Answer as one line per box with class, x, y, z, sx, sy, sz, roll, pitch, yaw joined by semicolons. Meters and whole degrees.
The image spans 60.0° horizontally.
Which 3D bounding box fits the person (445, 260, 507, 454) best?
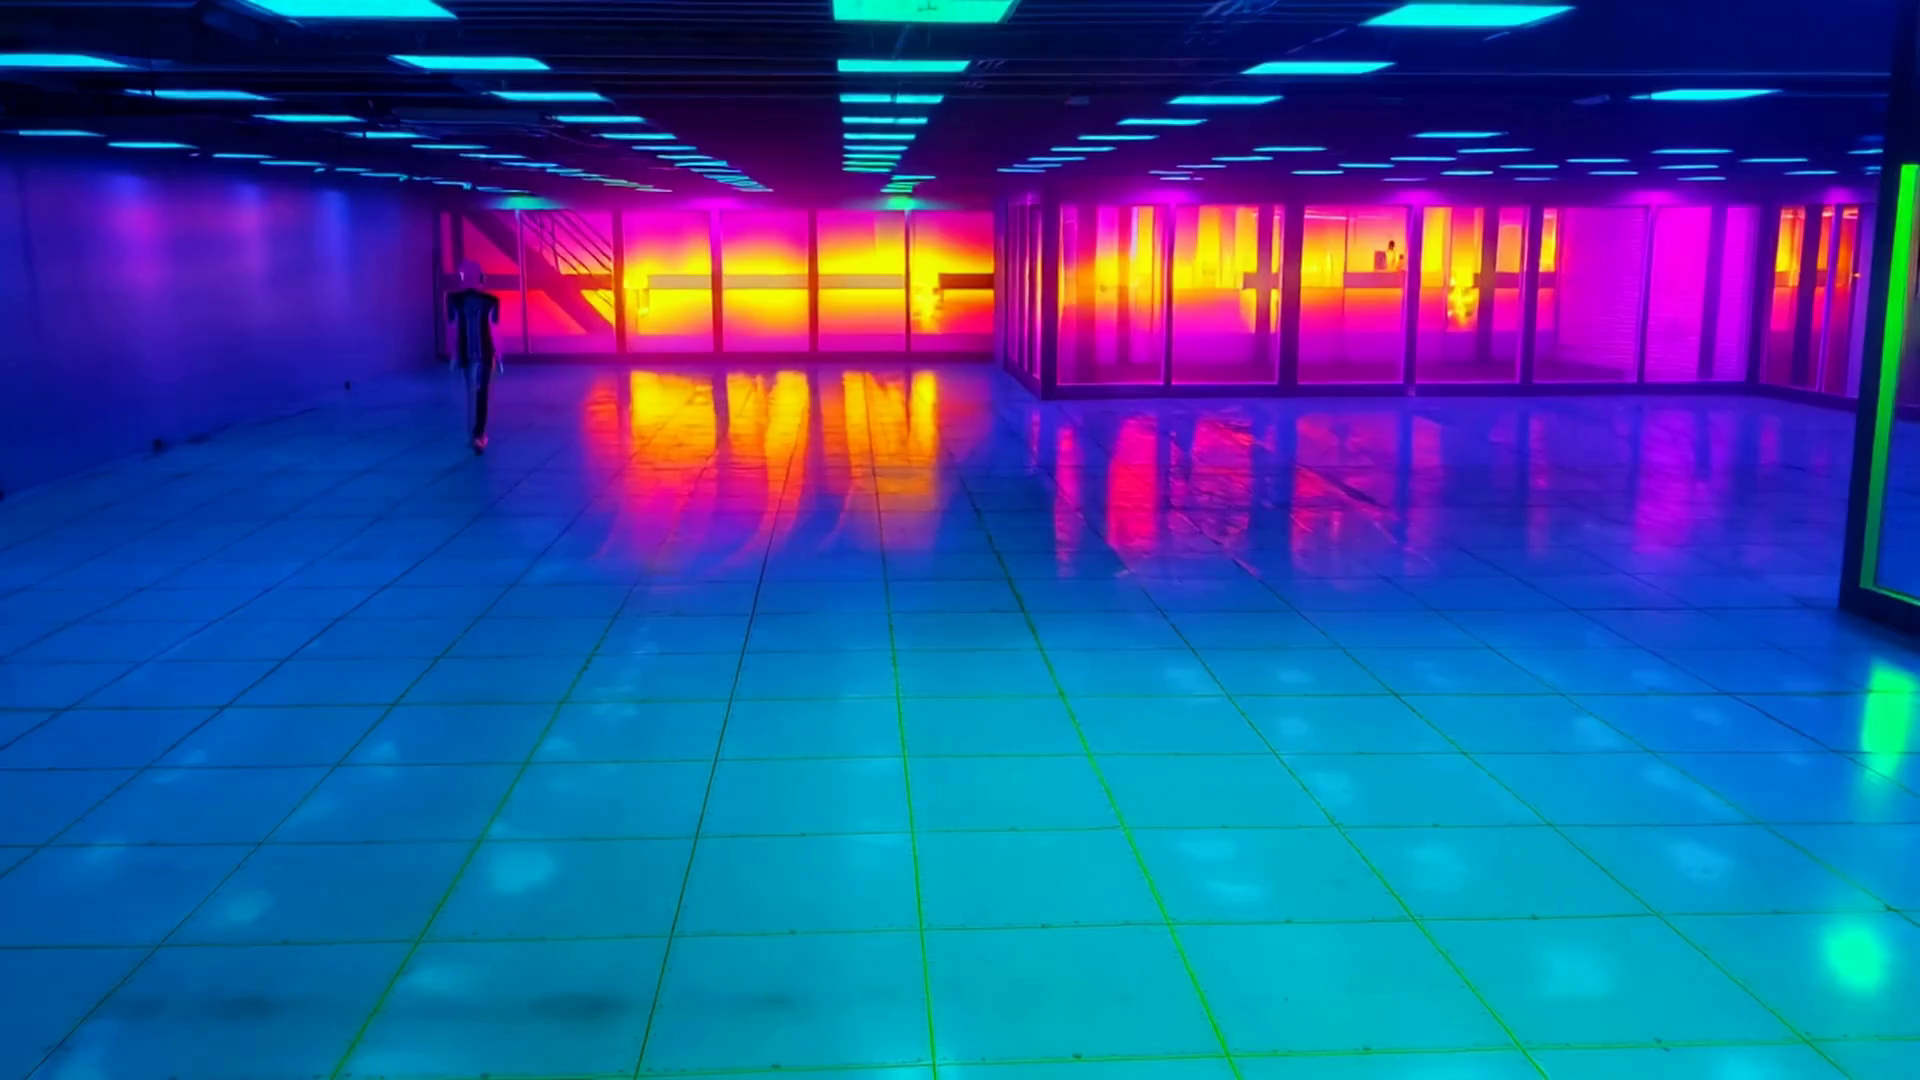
person;-4.600;-1.741;15.821;0.534;1.831;0.989;-1;11;-8
